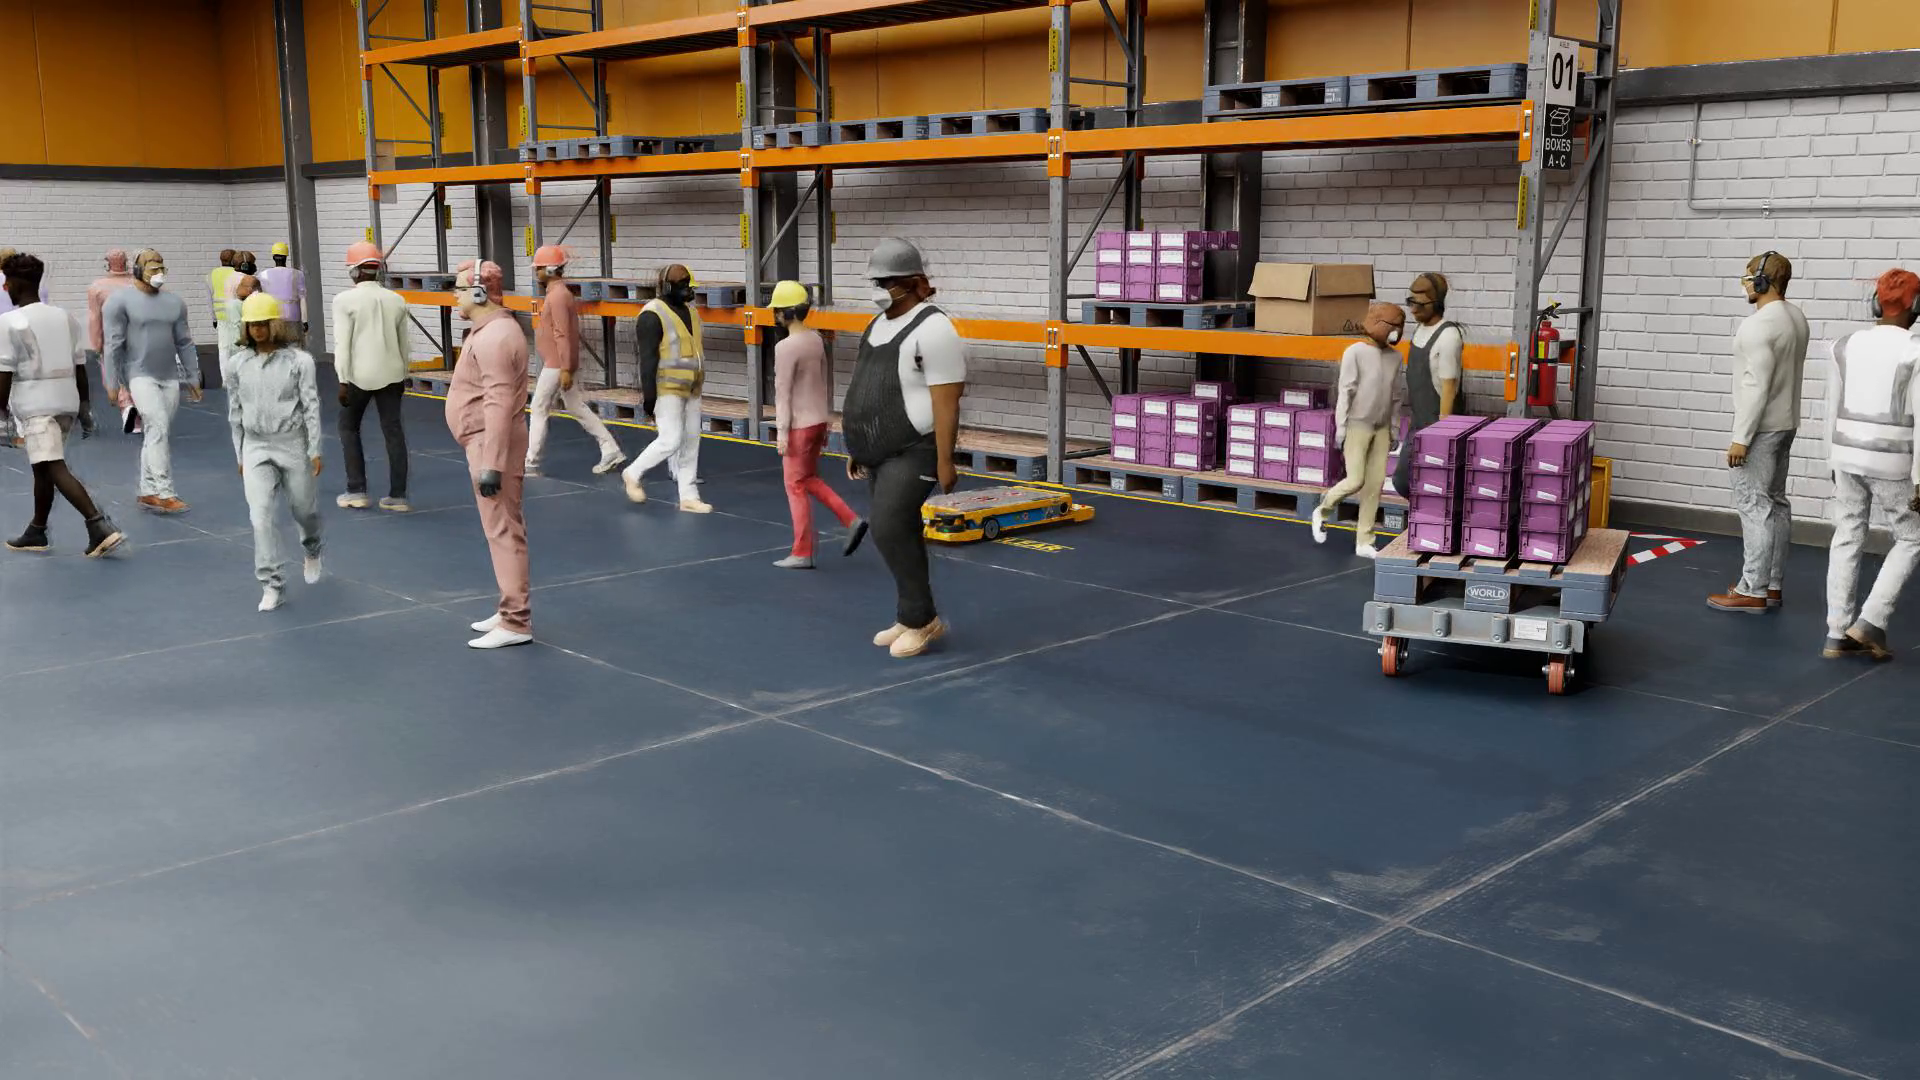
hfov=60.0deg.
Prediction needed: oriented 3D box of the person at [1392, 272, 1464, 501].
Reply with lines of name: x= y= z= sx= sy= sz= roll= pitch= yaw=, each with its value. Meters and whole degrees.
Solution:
person: x=2.782 y=-0.659 z=9.762 sx=0.496 sy=1.810 sz=0.606 roll=-1 pitch=10 yaw=-5

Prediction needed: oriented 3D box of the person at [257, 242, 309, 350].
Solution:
person: x=-8.791 y=-2.894 z=21.637 sx=0.591 sy=1.927 sz=0.366 roll=-4 pitch=11 yaw=-20

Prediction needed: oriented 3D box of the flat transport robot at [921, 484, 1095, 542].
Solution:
flat transport robot: x=0.217 y=-0.201 z=11.467 sx=1.431 sy=0.197 sz=0.652 roll=-10 pitch=14 yaw=-44

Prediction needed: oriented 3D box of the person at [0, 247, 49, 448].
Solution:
person: x=-9.159 y=-1.858 z=16.058 sx=0.638 sy=1.900 sz=0.936 roll=-10 pitch=14 yaw=-43

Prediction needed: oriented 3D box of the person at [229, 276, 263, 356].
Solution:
person: x=-7.571 y=-2.027 z=17.833 sx=0.854 sy=1.587 sz=0.515 roll=5 pitch=12 yaw=27

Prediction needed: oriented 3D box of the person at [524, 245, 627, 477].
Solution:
person: x=-3.329 y=-1.500 z=13.985 sx=1.017 sy=1.952 sz=0.636 roll=-2 pitch=11 yaw=-9

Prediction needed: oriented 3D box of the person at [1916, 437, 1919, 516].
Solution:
person: x=4.489 y=-0.179 z=7.215 sx=0.640 sy=1.789 sz=0.466 roll=3 pitch=11 yaw=14

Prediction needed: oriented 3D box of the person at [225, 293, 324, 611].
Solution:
person: x=-3.779 y=-0.516 z=9.233 sx=0.488 sy=1.719 sz=0.773 roll=-2 pitch=11 yaw=-10

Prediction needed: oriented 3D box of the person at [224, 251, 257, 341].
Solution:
person: x=-8.164 y=-2.381 z=19.071 sx=0.430 sy=1.844 sz=0.624 roll=-10 pitch=14 yaw=-43

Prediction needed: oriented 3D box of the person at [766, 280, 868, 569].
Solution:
person: x=-0.907 y=-0.684 z=10.050 sx=0.534 sy=1.754 sz=0.538 roll=4 pitch=11 yaw=20

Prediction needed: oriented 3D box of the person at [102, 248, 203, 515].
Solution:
person: x=-5.768 y=-1.136 z=12.050 sx=0.804 sy=1.916 sz=0.642 roll=5 pitch=12 yaw=26

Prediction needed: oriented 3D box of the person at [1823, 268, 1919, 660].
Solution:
person: x=4.368 y=-0.348 z=7.911 sx=0.431 sy=1.864 sz=0.594 roll=-6 pitch=12 yaw=-29

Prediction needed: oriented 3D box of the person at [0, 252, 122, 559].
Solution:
person: x=-5.706 y=-0.837 z=10.446 sx=0.973 sy=1.928 sz=0.609 roll=3 pitch=11 yaw=16

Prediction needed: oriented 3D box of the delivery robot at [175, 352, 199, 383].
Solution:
delivery robot: x=-10.274 y=-2.320 z=21.996 sx=0.477 sy=0.478 sz=0.707 roll=-4 pitch=11 yaw=-22

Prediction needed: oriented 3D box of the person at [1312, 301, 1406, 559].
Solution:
person: x=2.526 y=-0.695 z=10.477 sx=0.525 sy=1.614 sz=0.490 roll=-6 pitch=12 yaw=-30

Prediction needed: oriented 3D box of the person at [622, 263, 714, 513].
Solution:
person: x=-2.133 y=-1.097 z=12.130 sx=0.604 sy=1.827 sz=0.630 roll=5 pitch=11 yaw=25

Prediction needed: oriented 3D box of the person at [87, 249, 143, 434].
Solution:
person: x=-8.412 y=-1.981 z=16.774 sx=0.654 sy=1.890 sz=0.654 roll=-10 pitch=14 yaw=-43

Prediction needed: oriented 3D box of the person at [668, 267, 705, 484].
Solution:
person: x=-2.268 y=-1.340 z=13.603 sx=0.314 sy=1.768 sz=0.527 roll=-3 pitch=11 yaw=-14

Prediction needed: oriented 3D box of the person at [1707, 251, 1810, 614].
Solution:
person: x=4.312 y=-0.573 z=8.945 sx=0.635 sy=1.937 sz=0.352 roll=-10 pitch=14 yaw=-44

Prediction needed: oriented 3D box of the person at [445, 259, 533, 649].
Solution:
person: x=-2.322 y=-0.423 z=8.217 sx=0.403 sy=1.906 sz=0.651 roll=-2 pitch=11 yaw=-12

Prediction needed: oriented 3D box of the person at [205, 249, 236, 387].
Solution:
person: x=-9.693 y=-2.952 z=22.191 sx=0.634 sy=1.839 sz=0.429 roll=2 pitch=11 yaw=11

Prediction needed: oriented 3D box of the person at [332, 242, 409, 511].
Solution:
person: x=-4.376 y=-1.202 z=12.295 sx=0.750 sy=1.963 sz=0.651 roll=8 pitch=13 yaw=39

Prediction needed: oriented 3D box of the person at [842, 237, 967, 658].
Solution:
person: x=-0.310 y=-0.462 z=8.066 sx=0.539 sy=2.000 sz=0.689 roll=-5 pitch=12 yaw=-27
